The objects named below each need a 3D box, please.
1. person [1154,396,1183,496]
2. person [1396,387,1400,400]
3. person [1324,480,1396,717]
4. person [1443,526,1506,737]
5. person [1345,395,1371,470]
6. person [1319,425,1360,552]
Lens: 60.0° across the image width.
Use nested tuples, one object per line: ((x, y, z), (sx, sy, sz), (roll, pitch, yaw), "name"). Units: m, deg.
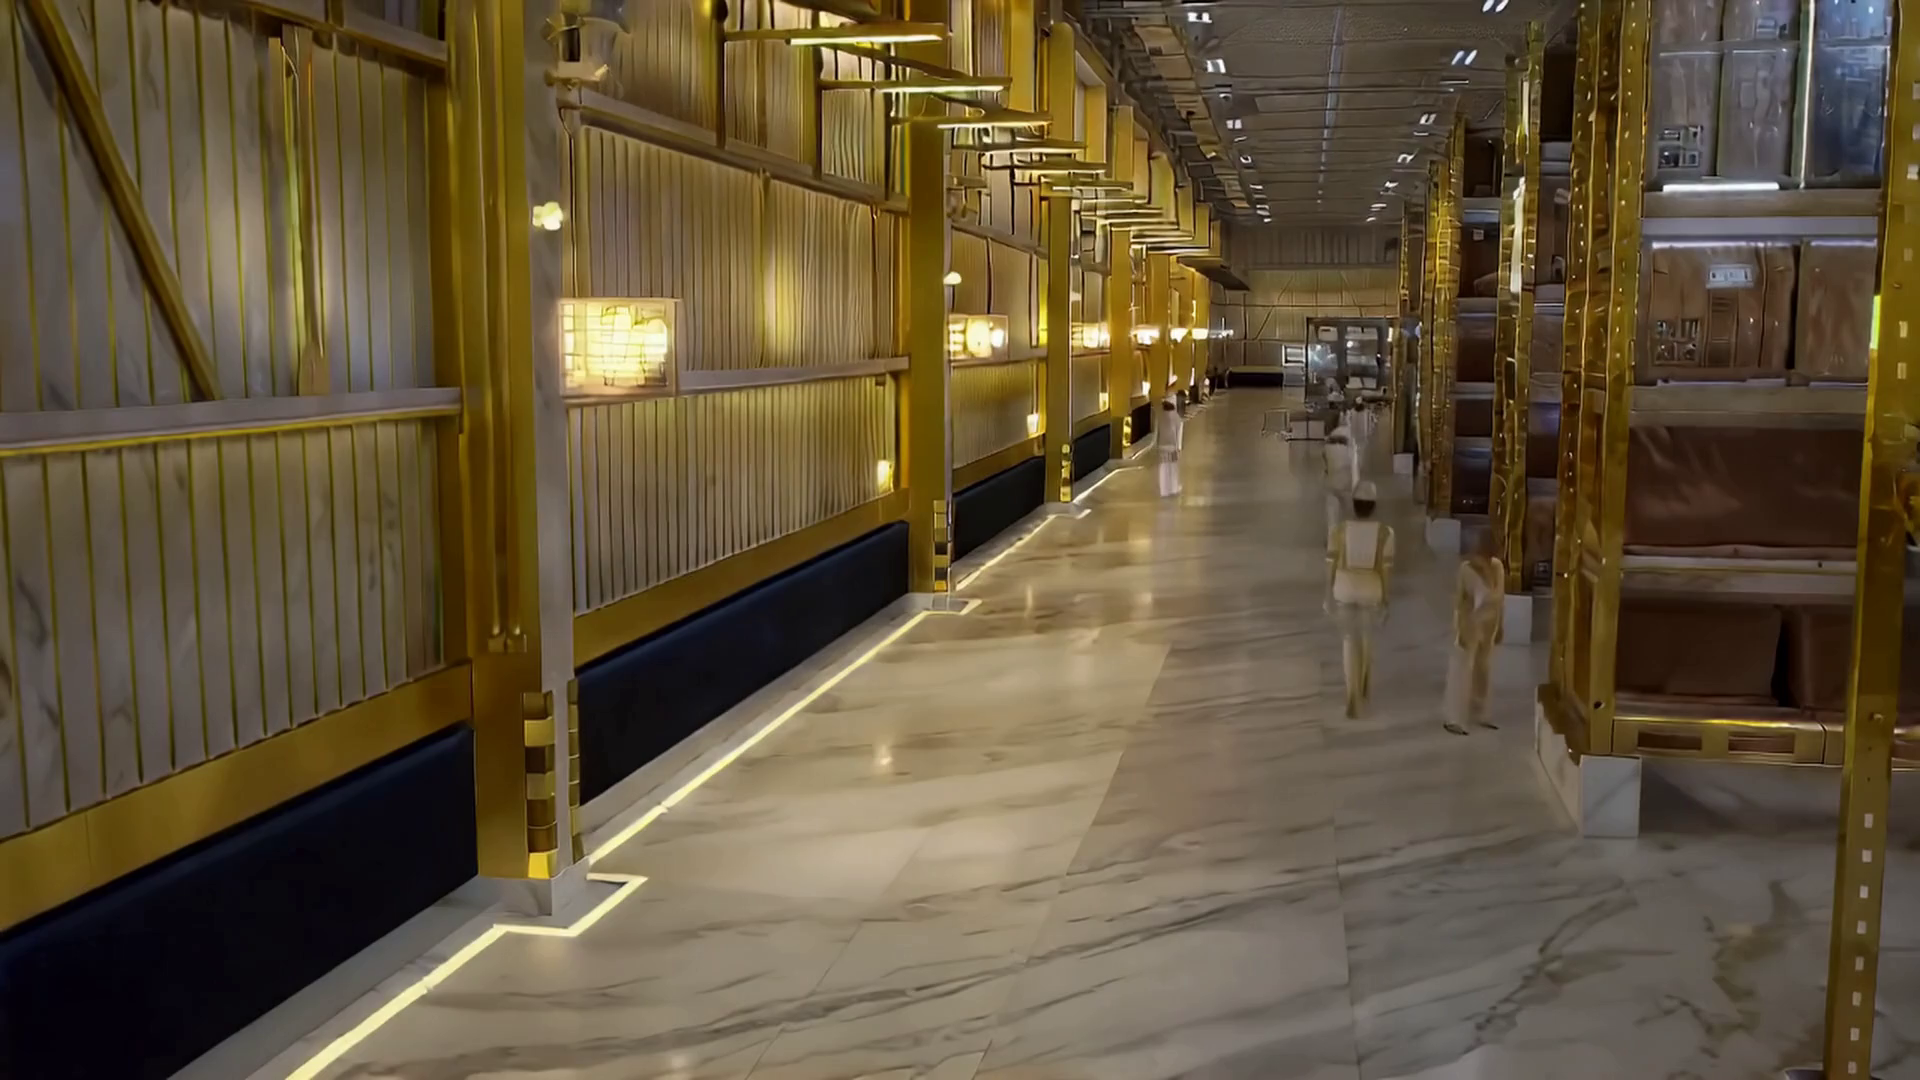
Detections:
((3.981, -1.794, 31.676), (0.564, 1.883, 0.975), (2, 8, 19), "person")
((12.439, -3.599, 46.765), (0.346, 1.735, 0.485), (-6, 9, -38), "person")
((3.285, 0.451, 13.698), (0.555, 1.878, 1.007), (2, 7, 12), "person")
((3.987, 0.700, 12.792), (0.522, 1.627, 0.333), (-5, 9, -34), "person")
((8.763, -2.337, 36.632), (0.570, 1.735, 0.509), (2, 7, 12), "person")
((5.406, -0.737, 23.664), (0.616, 1.778, 0.958), (4, 8, 29), "person")
